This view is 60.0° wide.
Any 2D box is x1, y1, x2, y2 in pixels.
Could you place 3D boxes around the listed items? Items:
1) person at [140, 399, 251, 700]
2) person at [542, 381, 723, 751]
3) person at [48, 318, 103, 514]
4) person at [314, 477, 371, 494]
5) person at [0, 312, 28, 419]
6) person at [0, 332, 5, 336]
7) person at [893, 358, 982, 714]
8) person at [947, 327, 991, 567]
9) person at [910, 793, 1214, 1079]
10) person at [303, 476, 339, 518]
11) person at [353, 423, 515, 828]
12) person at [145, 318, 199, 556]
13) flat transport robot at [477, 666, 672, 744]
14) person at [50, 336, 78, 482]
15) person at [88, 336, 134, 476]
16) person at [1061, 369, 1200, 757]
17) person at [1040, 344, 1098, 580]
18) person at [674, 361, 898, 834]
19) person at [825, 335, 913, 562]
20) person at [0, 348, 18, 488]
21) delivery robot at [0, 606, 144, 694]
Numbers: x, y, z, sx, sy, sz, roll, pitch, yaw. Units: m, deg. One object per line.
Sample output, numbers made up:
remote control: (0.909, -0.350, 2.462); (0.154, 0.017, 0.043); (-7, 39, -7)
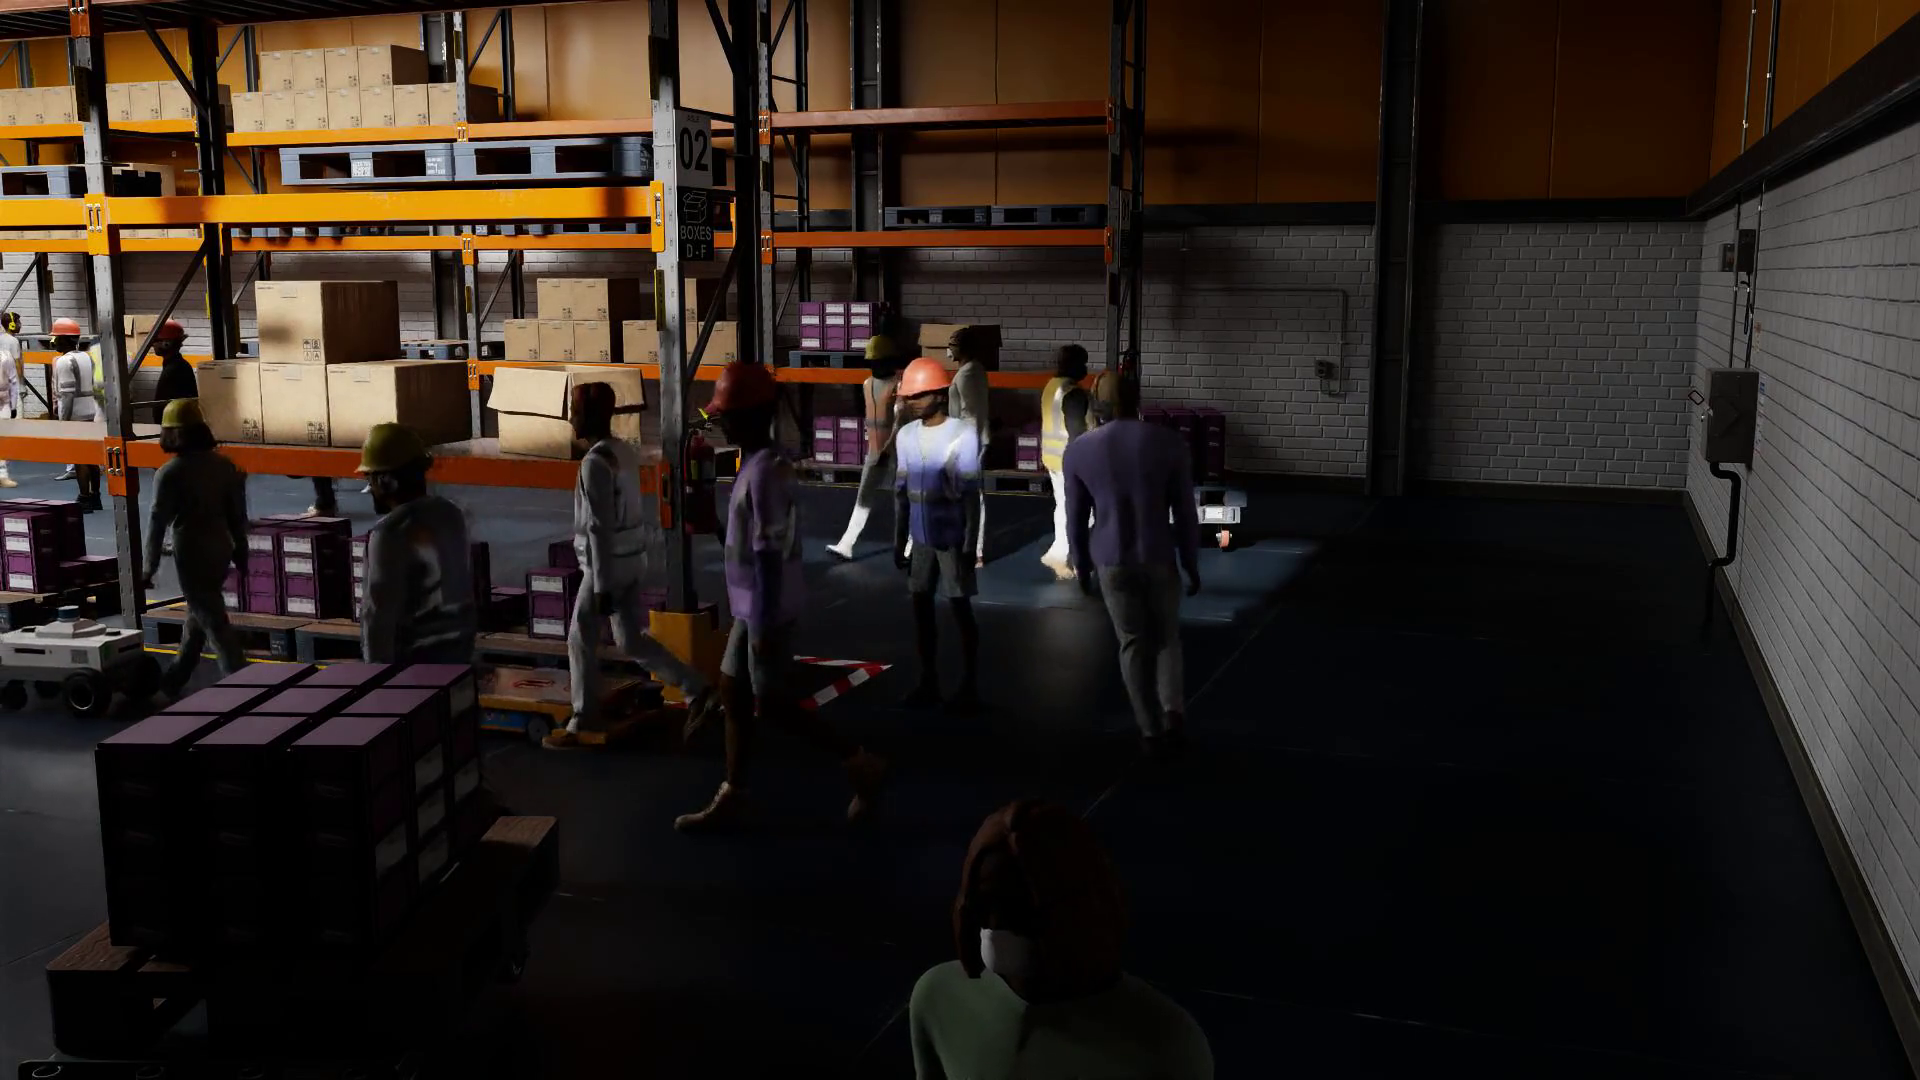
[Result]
person: (-4.137, 0.096, 8.913); (0.904, 1.688, 0.511); (4, 10, 21)
person: (-1.629, 0.139, 8.190); (0.847, 1.855, 0.586); (1, 9, 6)
person: (-8.765, -1.222, 16.453); (0.360, 1.939, 0.543); (0, 9, -2)
person: (-6.636, -1.297, 17.968); (0.837, 1.601, 0.517); (1, 9, 8)
person: (-12.512, -2.069, 21.988); (0.534, 1.868, 0.309); (6, 11, 33)
person: (-12.737, -2.104, 21.937); (0.526, 1.947, 0.627); (2, 9, 15)
person: (-0.145, -0.015, 8.960); (0.548, 1.923, 0.436); (7, 12, 38)
person: (0.061, -0.743, 13.445); (0.375, 1.940, 0.627); (1, 9, 7)
person: (0.130, 1.165, 2.450); (0.502, 1.626, 0.283); (6, 11, 31)
person: (-6.295, -1.217, 16.103); (0.549, 2.000, 0.817); (-5, 11, -31)
person: (-2.022, 0.459, 6.291); (0.503, 1.809, 0.589); (1, 9, 8)
person: (-6.609, -0.866, 14.036); (0.378, 1.995, 0.609); (-3, 10, -19)
flat transport robot: (-2.305, 0.840, 8.722); (1.431, 0.197, 0.652); (3, 10, 20)
person: (-10.175, -1.544, 19.011); (0.533, 1.767, 0.324); (4, 10, 21)
person: (-9.919, -1.609, 19.366); (0.697, 1.796, 0.658); (2, 9, 12)
person: (0.830, 0.121, 8.132); (0.681, 1.899, 0.424); (1, 9, 7)
person: (0.839, -0.582, 12.750); (0.430, 1.830, 0.657); (-3, 9, -16)
person: (-0.745, 0.258, 6.941); (0.876, 2.014, 0.619); (-2, 9, -9)
person: (-0.652, -0.735, 13.612); (0.595, 1.864, 1.006); (7, 12, 39)
person: (-10.780, -1.475, 18.413); (0.687, 1.824, 0.509); (-8, 12, -41)
delivery robot: (-4.828, 0.601, 9.041); (0.707, 0.478, 0.477); (2, 9, 11)
